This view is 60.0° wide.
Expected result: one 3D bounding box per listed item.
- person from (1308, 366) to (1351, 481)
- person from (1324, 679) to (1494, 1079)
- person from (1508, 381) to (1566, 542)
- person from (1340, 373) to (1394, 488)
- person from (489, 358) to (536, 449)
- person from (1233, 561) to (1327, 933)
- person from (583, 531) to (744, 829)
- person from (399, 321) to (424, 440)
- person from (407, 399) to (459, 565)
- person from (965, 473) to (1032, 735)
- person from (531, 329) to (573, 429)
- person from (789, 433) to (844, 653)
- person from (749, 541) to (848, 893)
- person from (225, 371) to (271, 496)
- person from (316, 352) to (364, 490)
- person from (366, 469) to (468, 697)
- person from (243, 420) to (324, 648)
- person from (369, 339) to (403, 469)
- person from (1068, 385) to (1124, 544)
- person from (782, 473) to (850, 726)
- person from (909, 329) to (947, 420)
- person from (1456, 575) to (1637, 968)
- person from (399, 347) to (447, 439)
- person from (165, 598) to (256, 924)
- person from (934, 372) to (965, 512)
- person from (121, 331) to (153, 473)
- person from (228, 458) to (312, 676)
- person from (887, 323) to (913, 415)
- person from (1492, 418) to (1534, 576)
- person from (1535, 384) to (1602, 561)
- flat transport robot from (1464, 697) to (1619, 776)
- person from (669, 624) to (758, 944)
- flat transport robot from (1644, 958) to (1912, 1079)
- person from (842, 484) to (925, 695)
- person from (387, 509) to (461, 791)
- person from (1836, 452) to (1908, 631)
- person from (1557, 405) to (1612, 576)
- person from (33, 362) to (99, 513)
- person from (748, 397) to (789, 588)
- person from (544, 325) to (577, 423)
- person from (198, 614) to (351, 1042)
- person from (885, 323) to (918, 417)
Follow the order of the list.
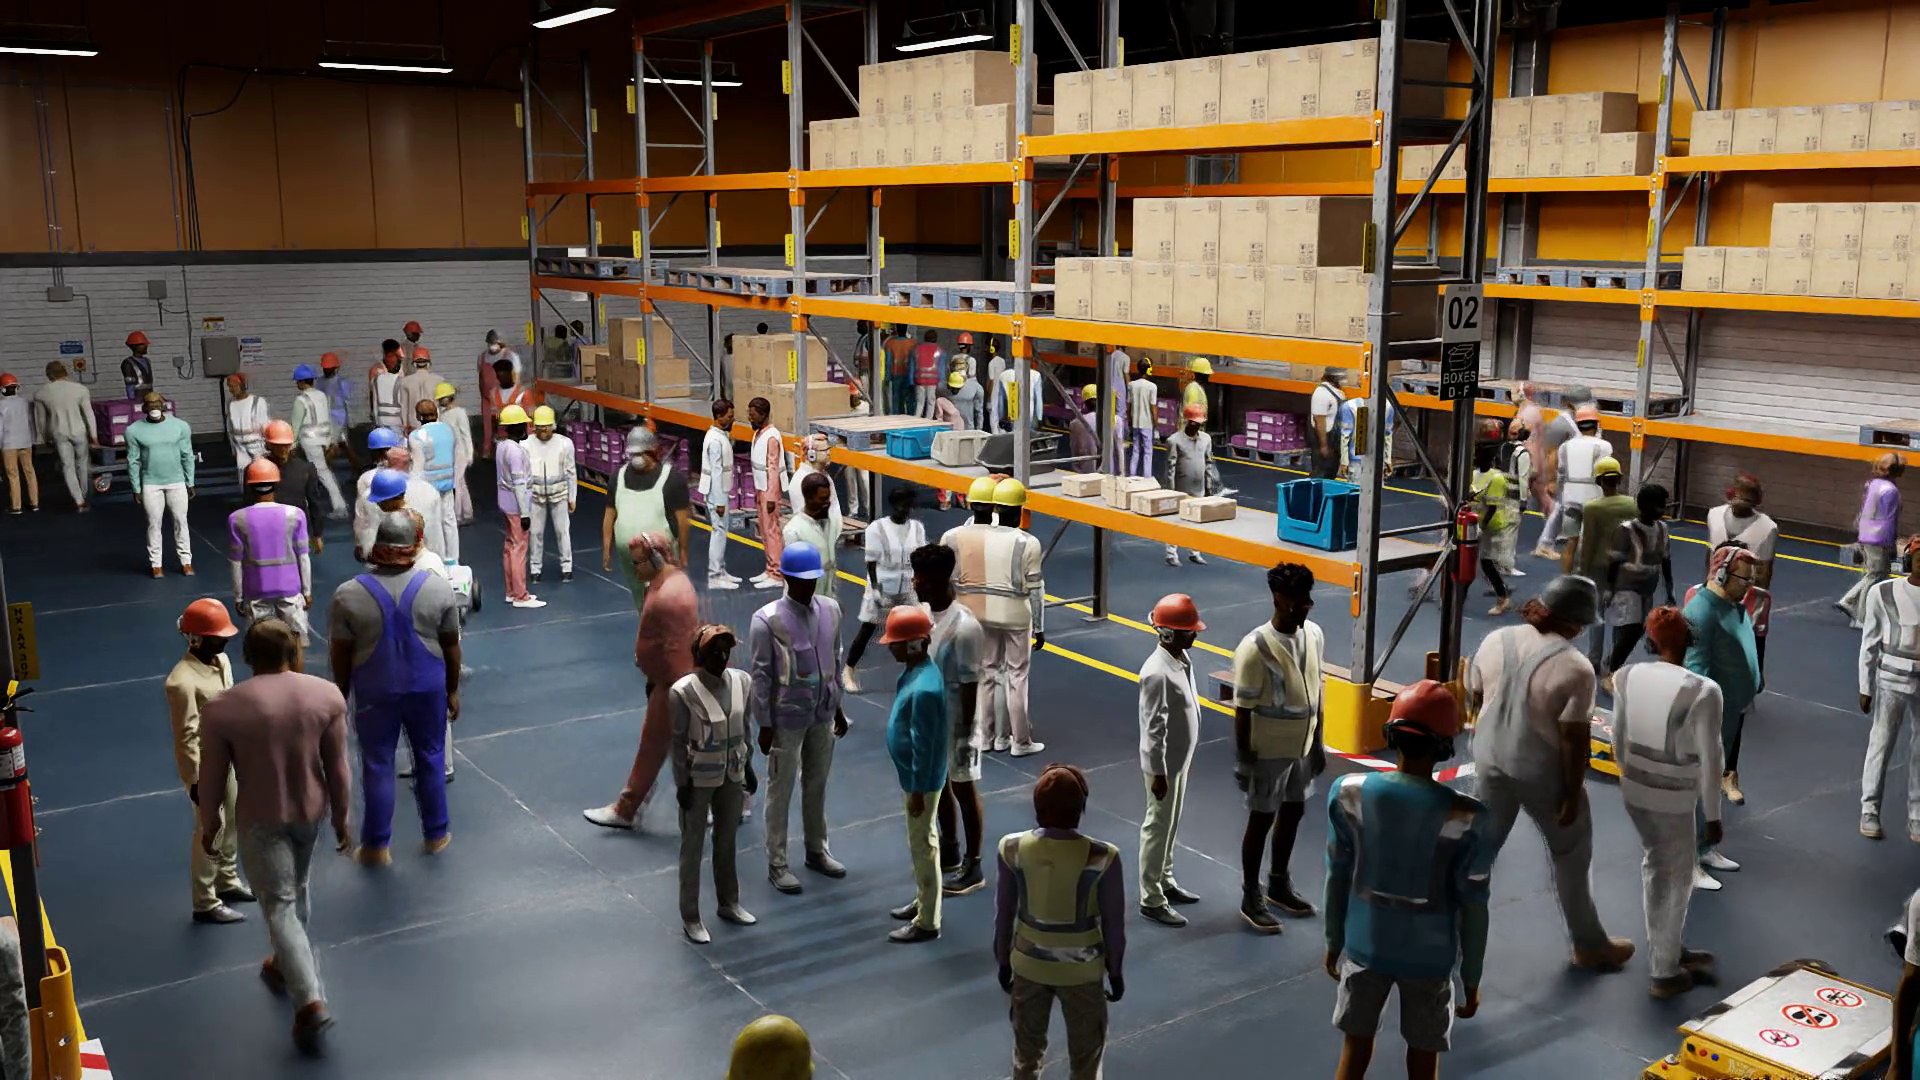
[{"bbox_3d":[4.462,-1.199,19.991,0.572,2.000,0.904,6,12,27],"label":"person"},{"bbox_3d":[1.646,1.511,6.168,0.604,2.031,0.420,6,12,28],"label":"person"},{"bbox_3d":[6.417,-0.871,18.825,1.014,1.851,0.660,5,12,25],"label":"person"},{"bbox_3d":[4.528,-0.904,18.471,0.615,2.042,0.376,-2,11,-10],"label":"person"},{"bbox_3d":[-5.619,-1.364,21.128,0.651,1.931,0.752,4,12,18],"label":"person"},{"bbox_3d":[1.663,1.060,8.658,0.610,1.958,0.368,-9,14,-39],"label":"person"},{"bbox_3d":[-1.774,0.858,9.966,0.981,1.841,0.657,-1,11,-4],"label":"person"},{"bbox_3d":[-8.939,-2.581,27.209,0.412,1.986,0.616,1,11,6],"label":"person"},{"bbox_3d":[-5.418,-0.531,17.088,0.429,1.839,0.627,6,12,27],"label":"person"},{"bbox_3d":[0.268,0.457,11.919,0.355,1.883,0.574,-9,14,-37],"label":"person"},{"bbox_3d":[-7.190,-2.810,28.854,0.821,1.816,0.530,-5,12,-26],"label":"person"},{"bbox_3d":[-1.180,0.063,13.866,0.407,1.912,0.641,2,11,10],"label":"person"},{"bbox_3d":[-0.876,0.956,9.194,0.615,1.946,0.391,-10,15,-42],"label":"person"},{"bbox_3d":[-8.484,-1.111,20.001,0.595,1.863,0.802,2,11,8],"label":"person"},{"bbox_3d":[-8.536,-1.630,22.649,0.574,1.873,1.044,8,14,36],"label":"person"},{"bbox_3d":[-4.000,0.395,12.183,0.623,1.905,0.673,-6,12,-28],"label":"person"},{"bbox_3d":[-5.790,-0.049,14.257,0.639,1.977,0.499,-7,13,-31],"label":"person"},{"bbox_3d":[-8.237,-1.926,24.023,0.690,1.933,0.643,6,13,28],"label":"person"},{"bbox_3d":[1.479,-0.753,18.164,0.590,1.857,0.910,0,11,-2],"label":"person"},{"bbox_3d":[-1.046,0.459,11.871,0.417,1.911,0.615,5,12,23],"label":"person"},{"bbox_3d":[-0.525,-2.626,27.891,0.637,1.816,0.457,3,11,15],"label":"person"},{"bbox_3d":[2.857,1.101,8.216,0.749,2.000,0.766,-8,13,-35],"label":"person"},{"bbox_3d":[-7.030,-1.534,21.858,0.617,1.986,0.411,-3,11,-15],"label":"person"},{"bbox_3d":[-3.907,1.152,8.732,0.354,1.737,0.575,0,11,-2],"label":"person"},{"bbox_3d":[-0.070,-1.239,20.918,0.523,1.760,0.327,-5,12,-22],"label":"person"},{"bbox_3d":[-11.774,-1.980,23.970,0.370,2.048,0.607,0,11,2],"label":"person"},{"bbox_3d":[-5.088,0.358,12.316,0.551,1.927,0.388,-4,12,-21],"label":"person"},{"bbox_3d":[-1.129,-3.197,30.762,0.566,1.835,0.413,4,12,18],"label":"person"},{"bbox_3d":[5.709,-0.445,17.188,0.316,1.633,0.516,-1,11,-7],"label":"person"},{"bbox_3d":[6.516,-0.722,17.547,0.706,2.000,1.040,-8,13,-34],"label":"person"},{"bbox_3d":[4.296,1.323,11.624,0.652,0.197,1.431,-6,13,-28],"label":"flat transport robot"},{"bbox_3d":[-1.269,1.231,8.576,0.313,1.642,0.513,11,15,43],"label":"person"},{"bbox_3d":[3.651,2.183,7.222,1.431,0.197,0.652,-9,14,-38],"label":"flat transport robot"},{"bbox_3d":[-0.538,0.378,12.922,0.721,1.655,0.465,-7,13,-31],"label":"person"},{"bbox_3d":[-3.479,0.692,10.839,0.401,1.837,0.565,-7,13,-34],"label":"person"},{"bbox_3d":[8.195,0.017,14.843,0.370,1.627,0.507,4,12,17],"label":"person"},{"bbox_3d":[6.026,-0.352,16.076,0.561,1.872,0.857,10,15,42],"label":"person"},{"bbox_3d":[-11.231,-1.302,20.946,0.683,1.868,1.032,-6,13,-29],"label":"person"},{"bbox_3d":[-1.921,-0.482,16.666,0.402,1.909,0.599,-4,12,-20],"label":"person"},{"bbox_3d":[-7.043,-2.881,29.261,0.691,1.786,0.919,5,12,26],"label":"person"},{"bbox_3d":[-3.093,1.293,7.643,0.661,1.894,1.018,-10,15,-40],"label":"person"},{"bbox_3d":[-0.989,-2.804,28.512,0.587,1.920,0.390,1,11,6],"label":"person"}]
